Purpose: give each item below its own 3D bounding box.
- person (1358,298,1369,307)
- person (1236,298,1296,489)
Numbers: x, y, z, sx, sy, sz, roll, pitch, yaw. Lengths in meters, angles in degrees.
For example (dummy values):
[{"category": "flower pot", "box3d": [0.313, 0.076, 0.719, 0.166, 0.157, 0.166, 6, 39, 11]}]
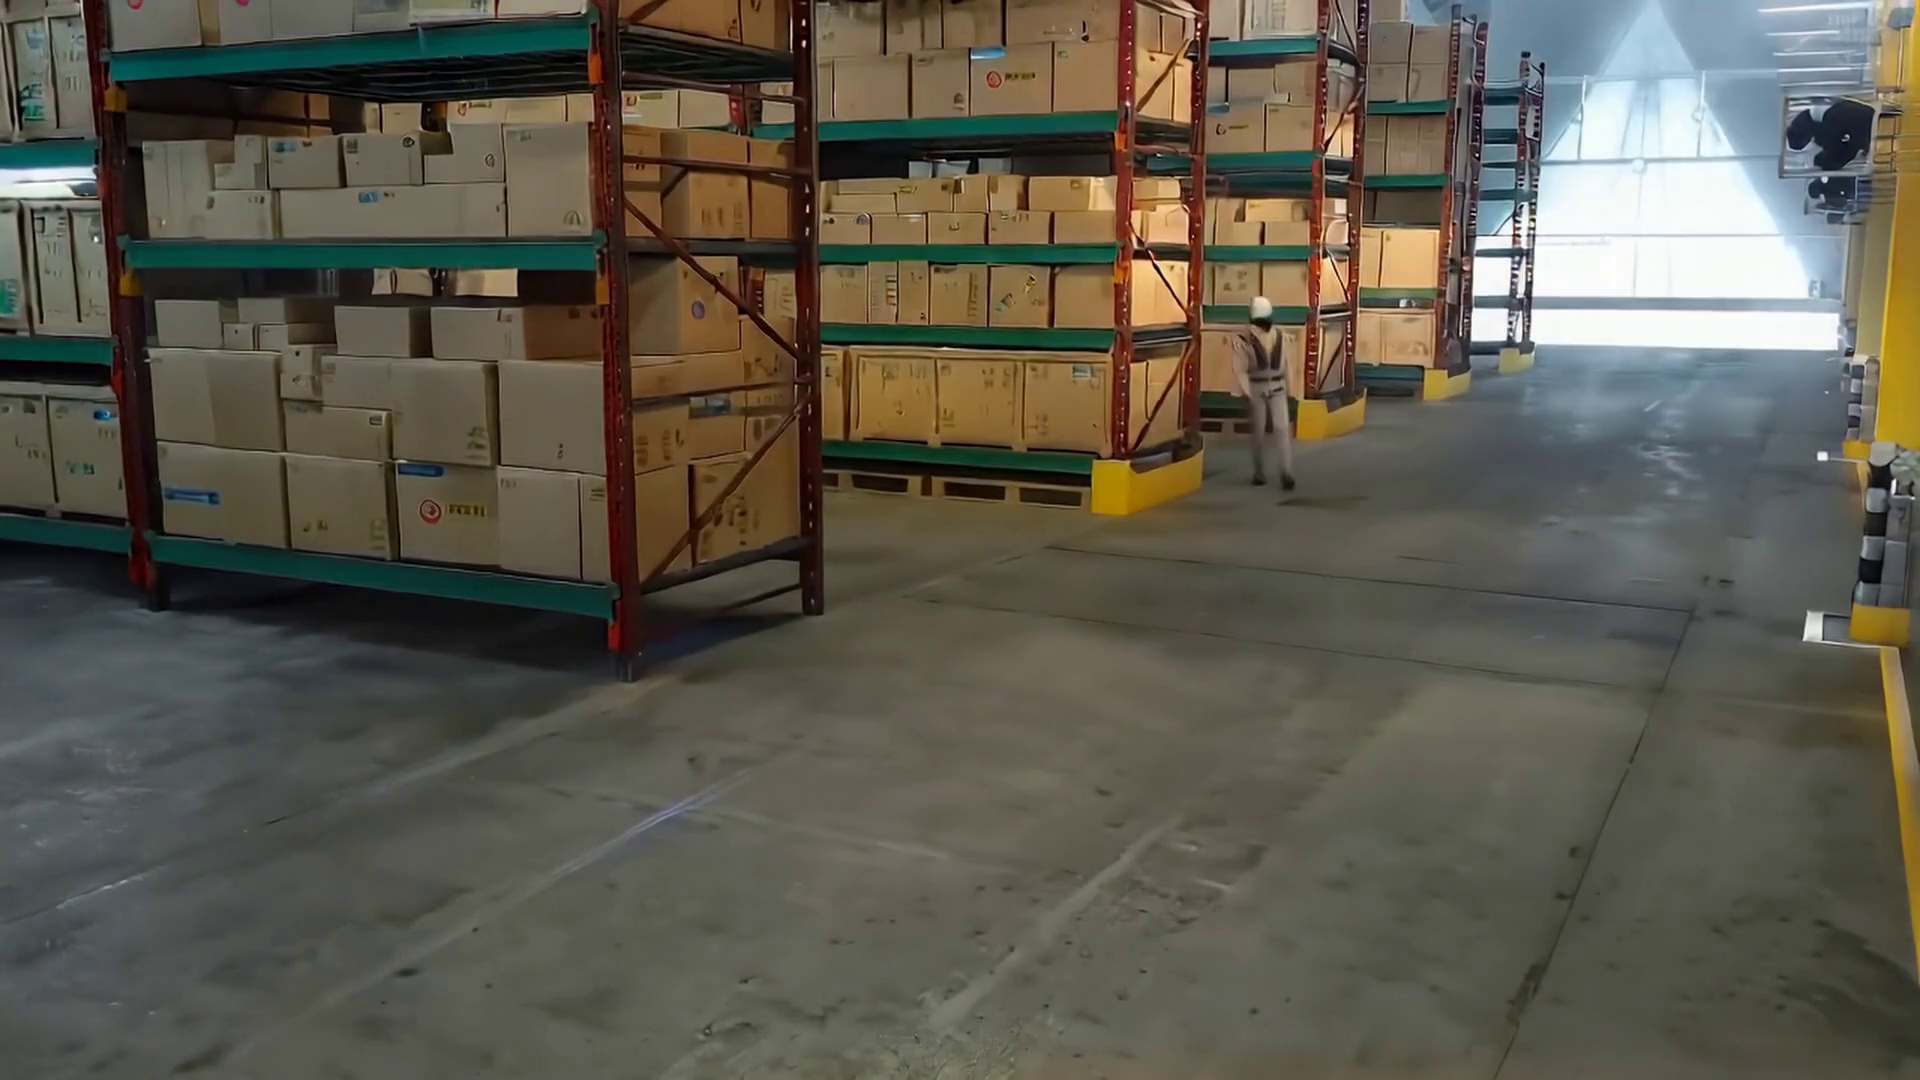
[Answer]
[{"category": "person", "box3d": [7.760, -4.303, 32.926, 0.624, 1.931, 0.370, 2, 10, 10]}, {"category": "person", "box3d": [3.069, -1.466, 16.606, 0.634, 1.883, 0.971, -1, 10, -4]}]
